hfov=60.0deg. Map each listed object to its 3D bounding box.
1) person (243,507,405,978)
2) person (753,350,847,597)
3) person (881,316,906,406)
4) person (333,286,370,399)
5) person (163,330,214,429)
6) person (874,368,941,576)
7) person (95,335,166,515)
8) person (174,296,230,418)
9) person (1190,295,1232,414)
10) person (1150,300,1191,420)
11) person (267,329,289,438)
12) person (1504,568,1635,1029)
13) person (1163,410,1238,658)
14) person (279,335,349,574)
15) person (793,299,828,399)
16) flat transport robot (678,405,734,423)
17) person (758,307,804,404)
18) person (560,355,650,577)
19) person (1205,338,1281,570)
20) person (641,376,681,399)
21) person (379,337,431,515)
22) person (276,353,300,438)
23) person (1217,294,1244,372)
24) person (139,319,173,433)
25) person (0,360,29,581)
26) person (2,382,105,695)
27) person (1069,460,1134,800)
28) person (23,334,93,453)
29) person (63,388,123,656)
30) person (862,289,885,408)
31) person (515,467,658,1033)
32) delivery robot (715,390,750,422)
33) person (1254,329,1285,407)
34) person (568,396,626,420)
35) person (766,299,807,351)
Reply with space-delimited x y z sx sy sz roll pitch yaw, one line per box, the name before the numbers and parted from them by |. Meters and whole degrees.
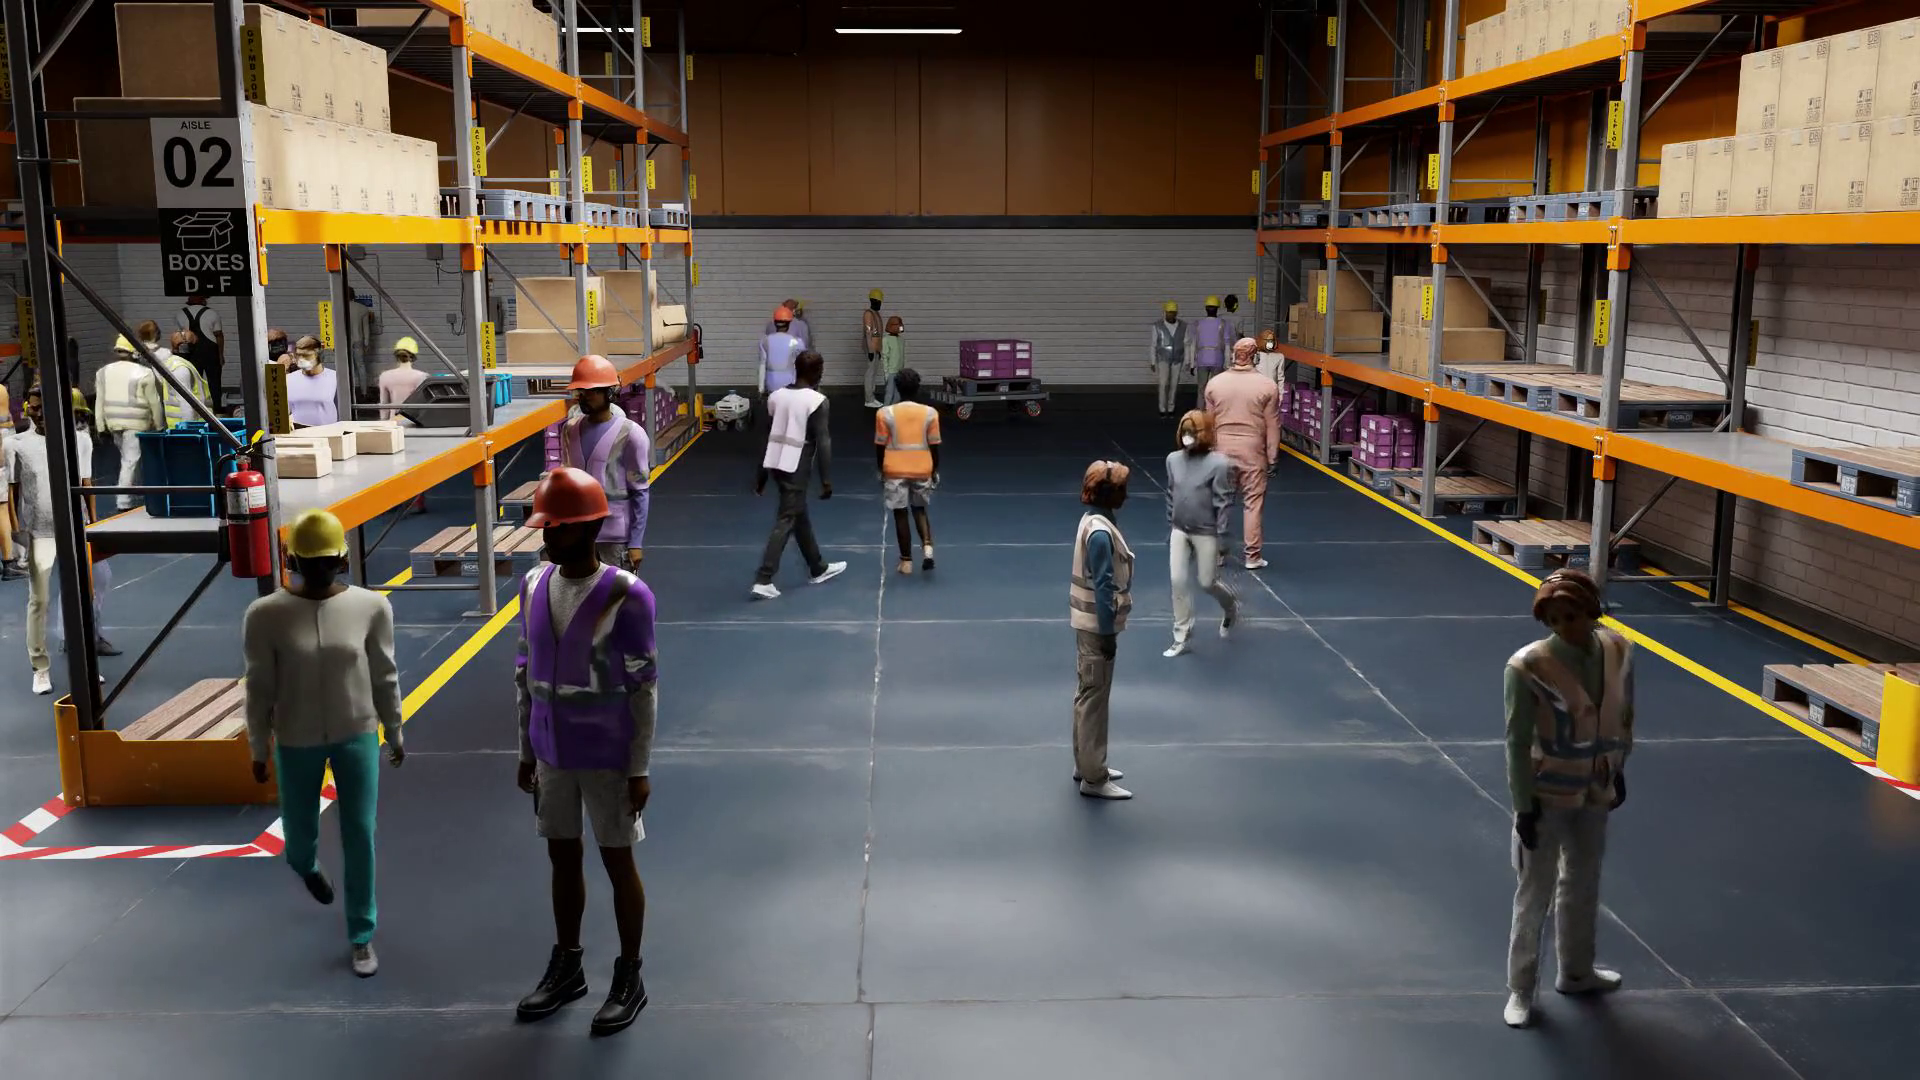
person | -2.382 0.707 6.236 0.541 1.742 0.691 -5 11 -25
person | -1.272 -0.510 12.717 0.637 1.864 1.032 10 14 43
person | -0.923 -2.354 23.584 0.278 1.636 0.505 7 12 33
person | -10.323 -3.335 28.206 0.636 1.938 0.354 -9 13 -41
person | -7.402 -1.093 15.996 0.429 1.841 0.633 -6 12 -29
person | -0.429 -0.542 13.378 0.532 1.679 0.381 -3 11 -17
person | -8.179 -1.148 16.481 0.590 1.783 0.940 2 10 9
person | -11.422 -2.827 25.096 0.676 2.000 0.536 -1 10 -4
person | 3.586 -2.536 23.801 0.594 1.922 0.386 3 11 16
person | 3.200 -2.704 25.077 0.598 1.806 0.739 -1 10 -7
person | -6.583 -1.119 16.126 0.633 1.846 0.429 -5 11 -27
person | 2.124 0.870 5.698 0.670 1.611 0.337 -4 11 -23
person | 1.582 -0.055 10.869 0.495 1.615 0.629 9 13 40
person | -5.189 -0.683 13.441 0.635 1.936 0.354 1 10 4
person | -2.416 -2.838 25.817 0.604 1.803 0.619 -1 10 -6
flat transport robot | -3.986 -1.884 24.773 1.431 0.197 0.652 3 11 17
person | -2.145 -1.888 20.294 0.579 1.880 0.978 1 10 6
person | -2.066 -0.041 9.568 0.608 2.044 0.370 5 11 25
person | 2.334 -0.710 13.697 0.646 1.900 0.398 6 12 29
person | -4.771 -2.918 26.106 0.660 1.866 0.608 -4 11 -23
person | -5.407 -1.105 16.294 0.539 1.753 0.452 0 10 -1
person | -6.290 -0.943 15.715 0.514 1.641 0.308 6 12 32
person | 4.202 -2.898 25.971 0.528 1.869 0.313 5 11 27
person | -8.997 -1.543 18.535 0.514 1.830 0.555 0 10 1
person | -7.699 -0.633 13.188 0.542 1.928 0.374 2 10 9
person | -5.407 -0.022 9.970 0.521 1.864 0.336 -9 14 -42
person | 0.683 0.428 8.089 0.309 1.637 0.513 0 10 -1
person | -11.414 -1.926 20.809 0.772 1.798 0.539 -2 10 -12
person | -5.654 -0.114 10.803 0.523 1.740 0.554 -3 11 -18
person | -1.394 -3.115 27.032 0.383 1.921 0.586 2 10 11
person | -1.287 0.713 5.658 0.543 1.939 0.360 4 11 22
delivery robot | -3.261 -1.905 23.838 0.477 0.478 0.707 1 10 8
person | 3.702 -1.744 20.224 0.497 1.629 0.276 -1 10 -8
person | -2.835 -0.499 12.961 0.492 1.740 0.325 2 10 11
person | -2.410 -2.458 23.510 0.680 1.859 0.855 4 11 21
